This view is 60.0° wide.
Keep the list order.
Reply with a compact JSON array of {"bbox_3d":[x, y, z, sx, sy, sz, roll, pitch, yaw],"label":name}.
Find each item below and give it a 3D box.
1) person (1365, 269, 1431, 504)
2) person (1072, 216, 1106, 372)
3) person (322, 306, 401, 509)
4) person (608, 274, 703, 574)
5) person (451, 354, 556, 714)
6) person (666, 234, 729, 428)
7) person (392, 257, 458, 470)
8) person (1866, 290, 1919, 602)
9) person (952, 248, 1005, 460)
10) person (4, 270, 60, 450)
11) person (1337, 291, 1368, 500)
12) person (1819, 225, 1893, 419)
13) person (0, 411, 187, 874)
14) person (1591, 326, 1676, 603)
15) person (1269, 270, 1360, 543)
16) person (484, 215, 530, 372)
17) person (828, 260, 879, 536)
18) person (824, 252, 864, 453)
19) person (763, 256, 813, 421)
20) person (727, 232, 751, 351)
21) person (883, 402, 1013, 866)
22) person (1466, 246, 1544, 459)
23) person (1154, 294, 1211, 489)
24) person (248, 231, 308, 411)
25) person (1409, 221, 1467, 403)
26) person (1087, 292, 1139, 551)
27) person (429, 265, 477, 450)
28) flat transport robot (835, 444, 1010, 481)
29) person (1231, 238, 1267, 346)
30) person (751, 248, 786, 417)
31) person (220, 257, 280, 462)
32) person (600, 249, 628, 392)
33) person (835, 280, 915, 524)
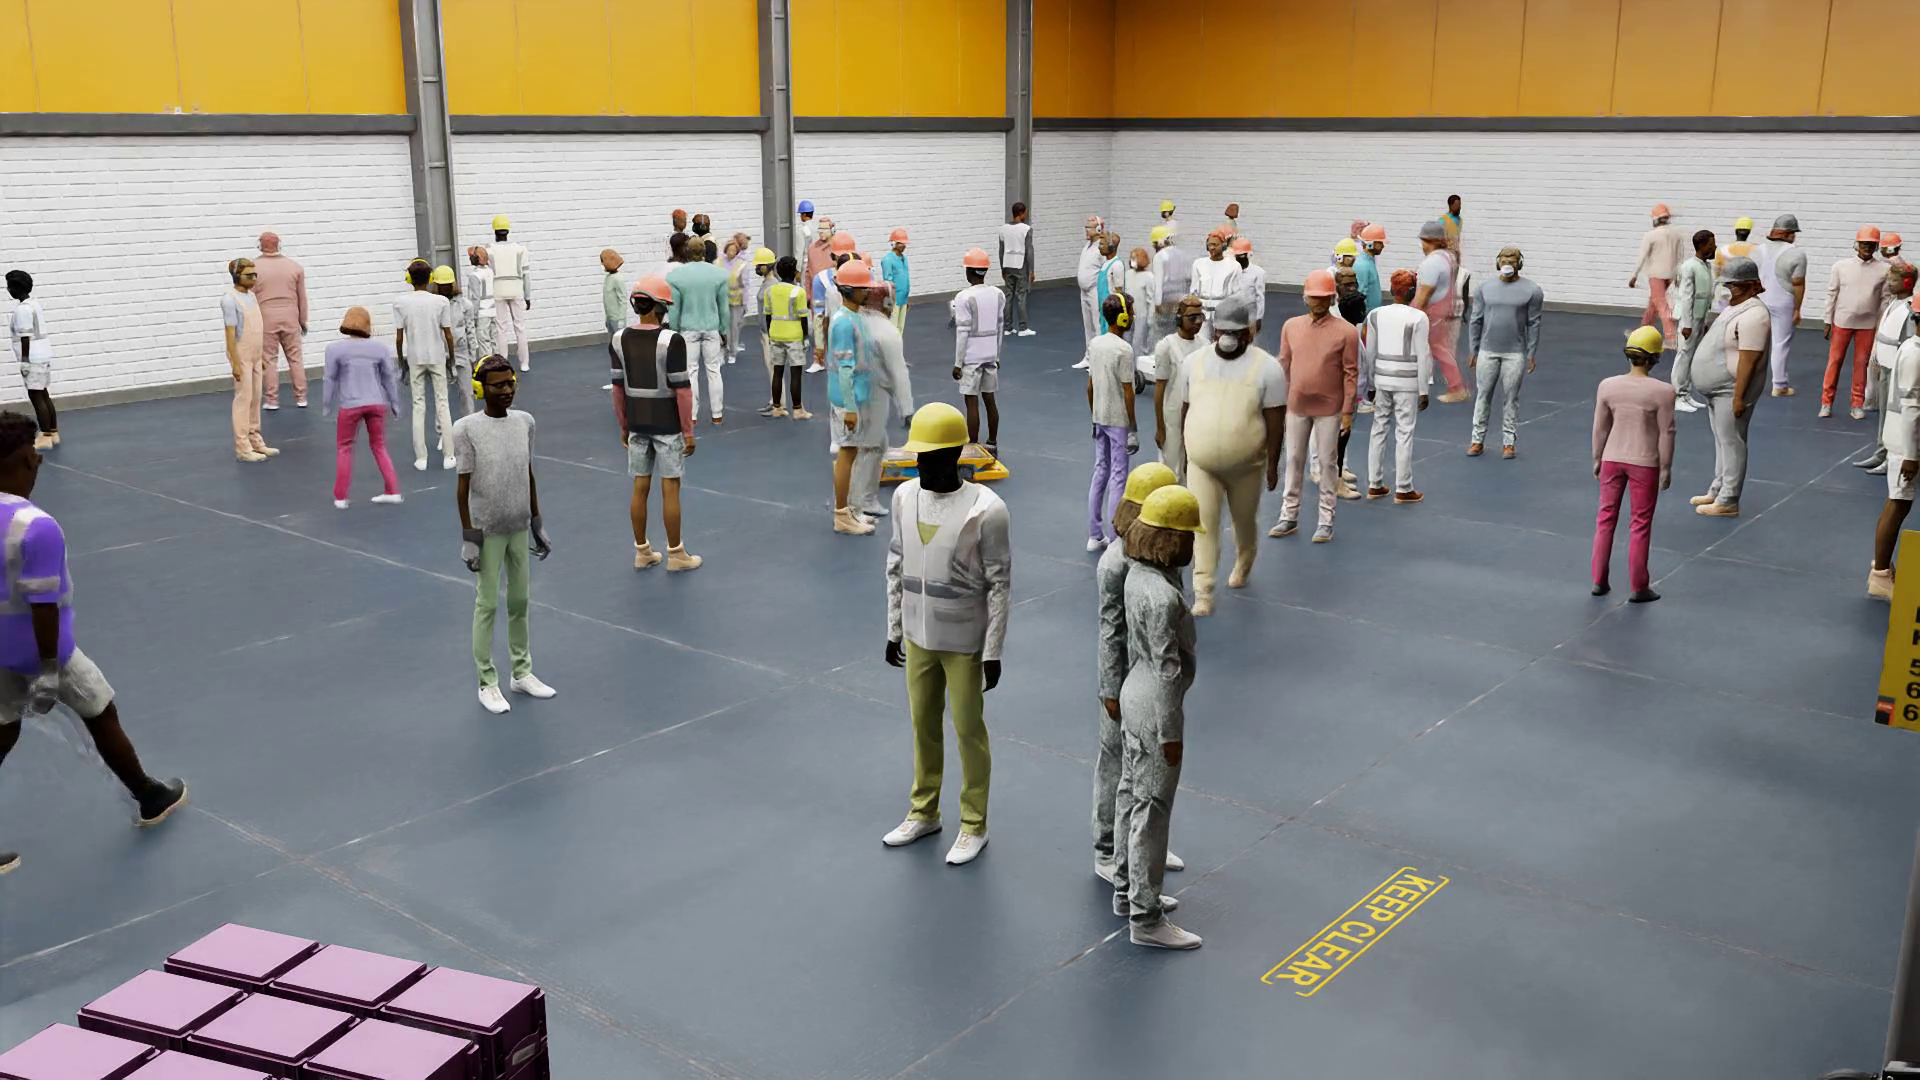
[{"bbox_3d":[3.534,-1.236,13.433,0.355,1.883,0.573,-13,19,-42],"label":"person"},{"bbox_3d":[1.651,-3.039,20.591,0.407,1.908,0.641,-6,15,-23],"label":"person"},{"bbox_3d":[-4.790,-1.063,13.305,0.574,1.605,0.327,-10,17,-34],"label":"person"},{"bbox_3d":[-2.059,-0.780,11.298,0.606,2.038,0.382,6,15,22],"label":"person"},{"bbox_3d":[-2.379,-0.043,8.692,0.329,1.872,0.511,11,18,37],"label":"person"},{"bbox_3d":[-2.633,-2.094,16.749,0.629,1.940,0.372,-5,15,-21],"label":"person"},{"bbox_3d":[-4.717,-1.552,14.715,0.515,1.877,0.328,-3,14,-12],"label":"person"},{"bbox_3d":[6.101,-0.615,10.623,0.374,2.042,0.615,8,16,29],"label":"person"},{"bbox_3d":[0.146,-1.652,14.983,0.545,1.938,0.362,-13,19,-41],"label":"person"},{"bbox_3d":[-8.735,-1.697,15.676,0.319,1.687,0.539,-4,15,-17],"label":"person"},{"bbox_3d":[3.172,-1.189,13.622,0.317,1.696,0.539,2,14,8],"label":"person"},{"bbox_3d":[9.305,-2.257,17.282,0.609,1.997,0.375,5,15,19],"label":"person"},{"bbox_3d":[-3.815,0.405,6.869,0.599,1.889,1.054,5,15,21],"label":"person"},{"bbox_3d":[4.310,-0.484,10.662,0.323,1.769,0.523,-13,19,-41],"label":"person"},{"bbox_3d":[2.589,-0.974,12.162,0.612,1.993,0.400,10,17,33],"label":"person"},{"bbox_3d":[-5.578,-3.012,20.436,0.591,1.928,0.379,-6,15,-24],"label":"person"},{"bbox_3d":[-0.788,-1.059,12.403,0.390,2.040,0.614,0,14,-1],"label":"person"},{"bbox_3d":[-1.035,-1.711,15.384,0.535,1.858,0.312,12,19,41],"label":"person"},{"bbox_3d":[-1.773,-2.079,17.179,0.542,1.695,0.316,8,16,30],"label":"person"},{"bbox_3d":[-2.971,-3.337,22.367,0.408,1.609,0.541,0,14,0],"label":"person"},{"bbox_3d":[-0.071,0.384,6.869,0.594,1.926,0.366,10,17,35],"label":"person"},{"bbox_3d":[4.971,-1.715,15.235,0.628,1.940,0.373,6,15,22],"label":"person"},{"bbox_3d":[1.596,-0.836,11.913,0.505,1.845,0.346,-10,17,-35],"label":"person"},{"bbox_3d":[-7.318,-2.343,17.813,0.651,1.906,0.403,-10,17,-33],"label":"person"},{"bbox_3d":[5.196,-2.545,18.345,1.005,2.000,0.697,6,15,23],"label":"person"},{"bbox_3d":[1.100,-0.812,11.765,0.328,1.872,0.515,-8,16,-31],"label":"person"},{"bbox_3d":[-4.779,-1.706,15.616,0.480,1.734,0.334,-5,15,-19],"label":"person"},{"bbox_3d":[-0.336,-0.664,14.416,1.431,0.197,0.652,-3,14,-11],"label":"flat transport robot"},{"bbox_3d":[3.237,-2.604,19.181,0.568,1.743,0.350,10,17,36],"label":"person"},{"bbox_3d":[-2.007,-2.174,17.445,0.341,1.760,0.531,-4,15,-16],"label":"person"},{"bbox_3d":[-6.478,-1.637,15.117,0.327,1.842,0.517,1,14,2],"label":"person"},{"bbox_3d":[-3.949,-2.505,19.010,0.277,1.632,0.507,-8,16,-29],"label":"person"},{"bbox_3d":[-0.664,-1.029,12.649,0.666,1.863,0.680,-9,17,-32],"label":"person"}]
